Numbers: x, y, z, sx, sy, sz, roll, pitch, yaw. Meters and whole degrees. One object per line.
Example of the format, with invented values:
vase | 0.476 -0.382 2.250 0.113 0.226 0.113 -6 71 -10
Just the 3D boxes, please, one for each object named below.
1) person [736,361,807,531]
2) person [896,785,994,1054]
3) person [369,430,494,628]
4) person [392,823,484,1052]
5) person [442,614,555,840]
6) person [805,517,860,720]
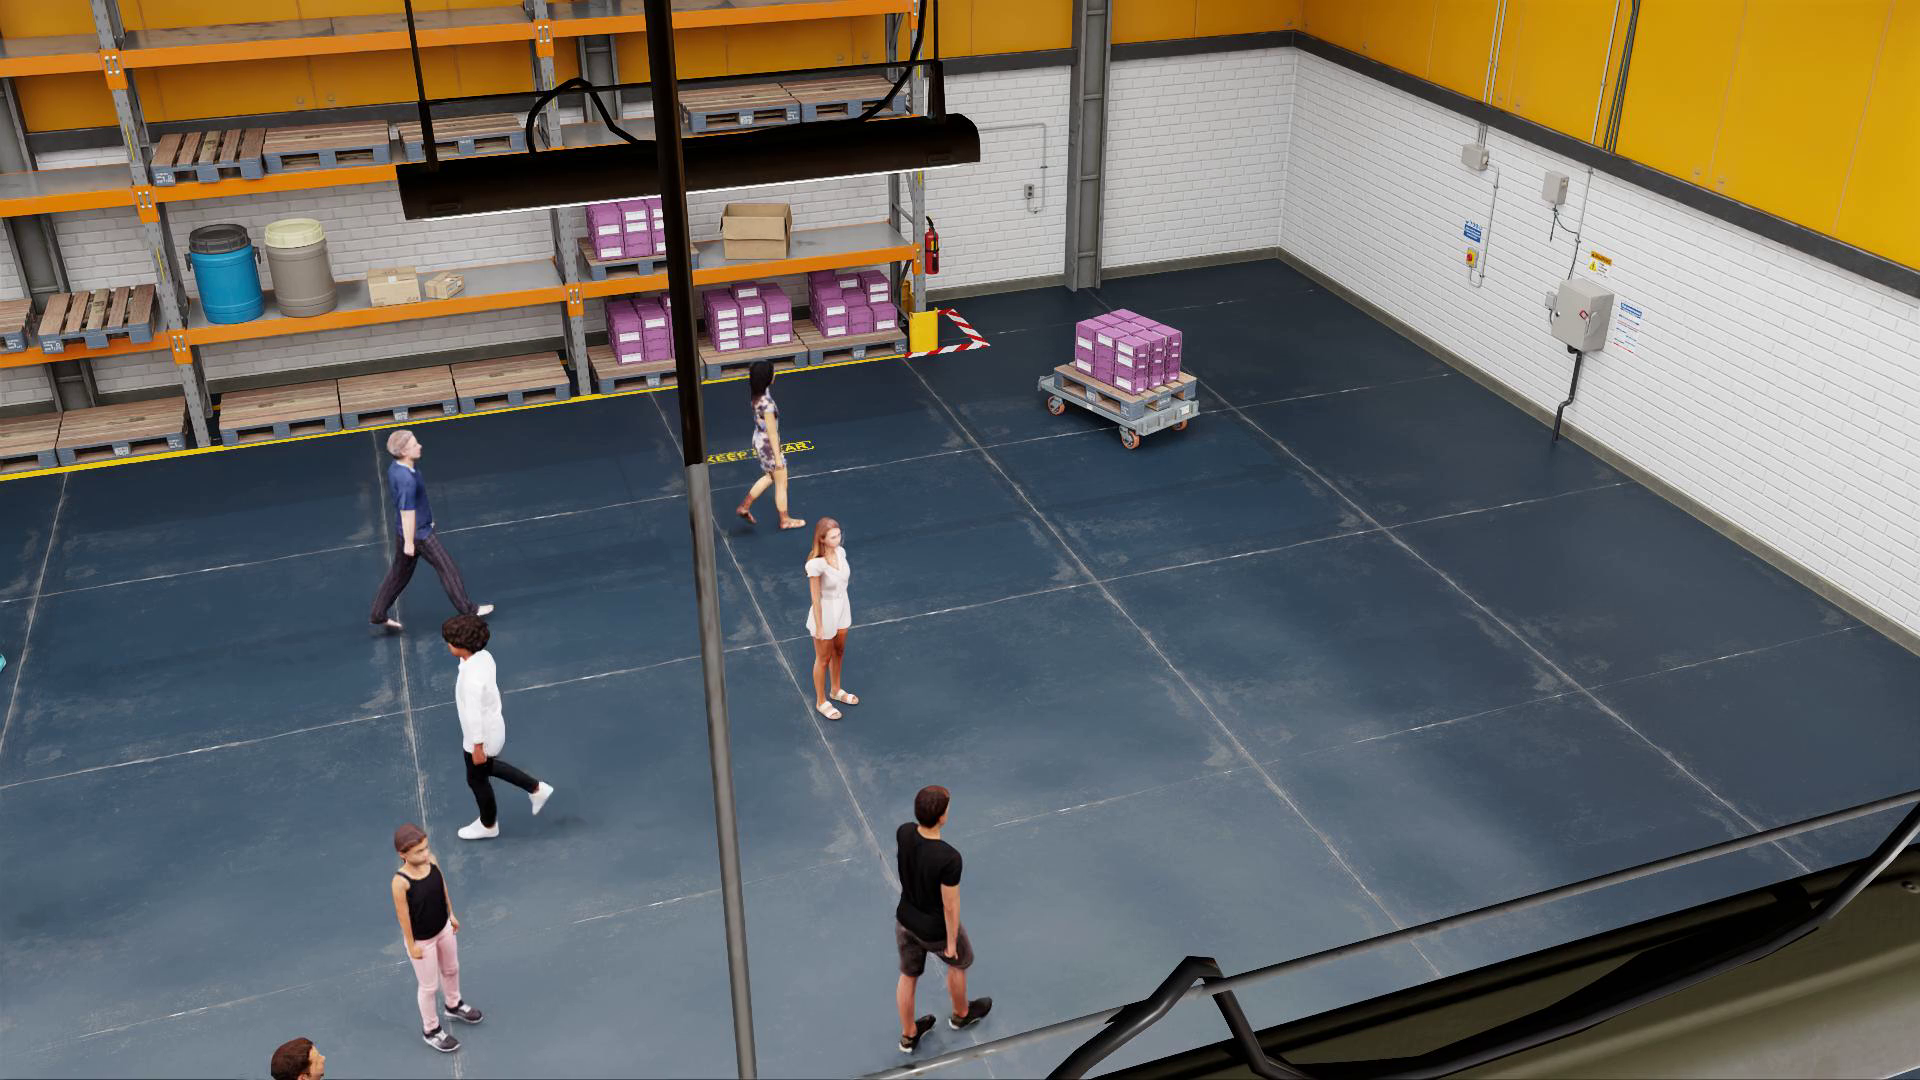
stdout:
person | -1.843 -0.853 15.520 0.870 1.726 0.599 -11 30 -19
person | -0.249 2.252 9.705 0.911 1.843 1.010 20 34 32
person | -4.659 -0.025 13.910 1.261 1.813 0.727 -12 31 -20
person | -3.157 2.324 9.867 0.672 1.562 0.614 12 31 21
person | -3.226 1.303 11.496 0.974 1.795 0.746 -4 29 -8
person | -1.015 0.575 12.932 0.730 1.697 0.654 18 33 29
